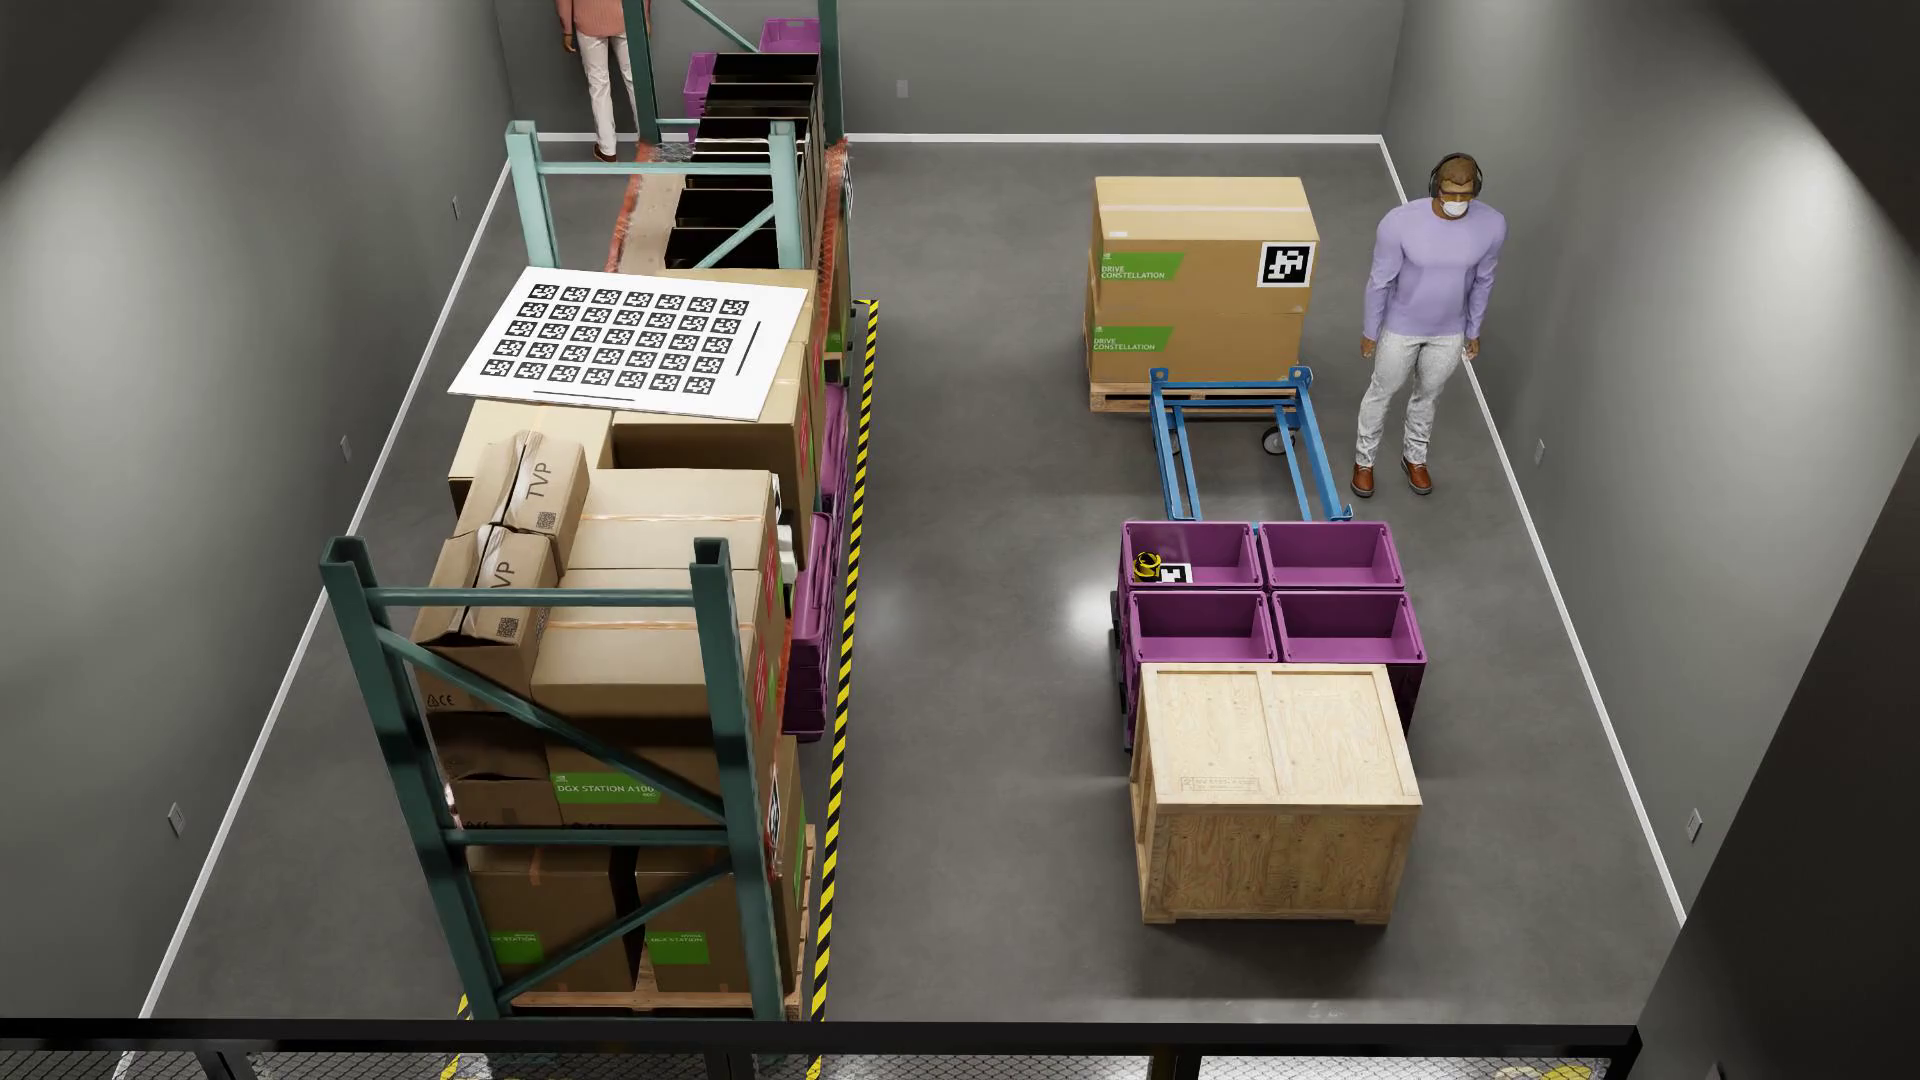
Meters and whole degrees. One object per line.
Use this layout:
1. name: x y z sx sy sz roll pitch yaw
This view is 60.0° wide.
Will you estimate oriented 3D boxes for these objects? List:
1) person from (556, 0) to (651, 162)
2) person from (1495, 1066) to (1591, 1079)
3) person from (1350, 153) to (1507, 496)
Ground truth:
1. person: -2.347 -3.439 10.993 0.622 1.992 0.396 -16 44 -17
2. person: 1.602 2.071 4.830 0.403 1.833 0.591 5 41 6
3. person: 2.315 -1.059 8.322 0.636 1.939 0.365 -2 41 -2
